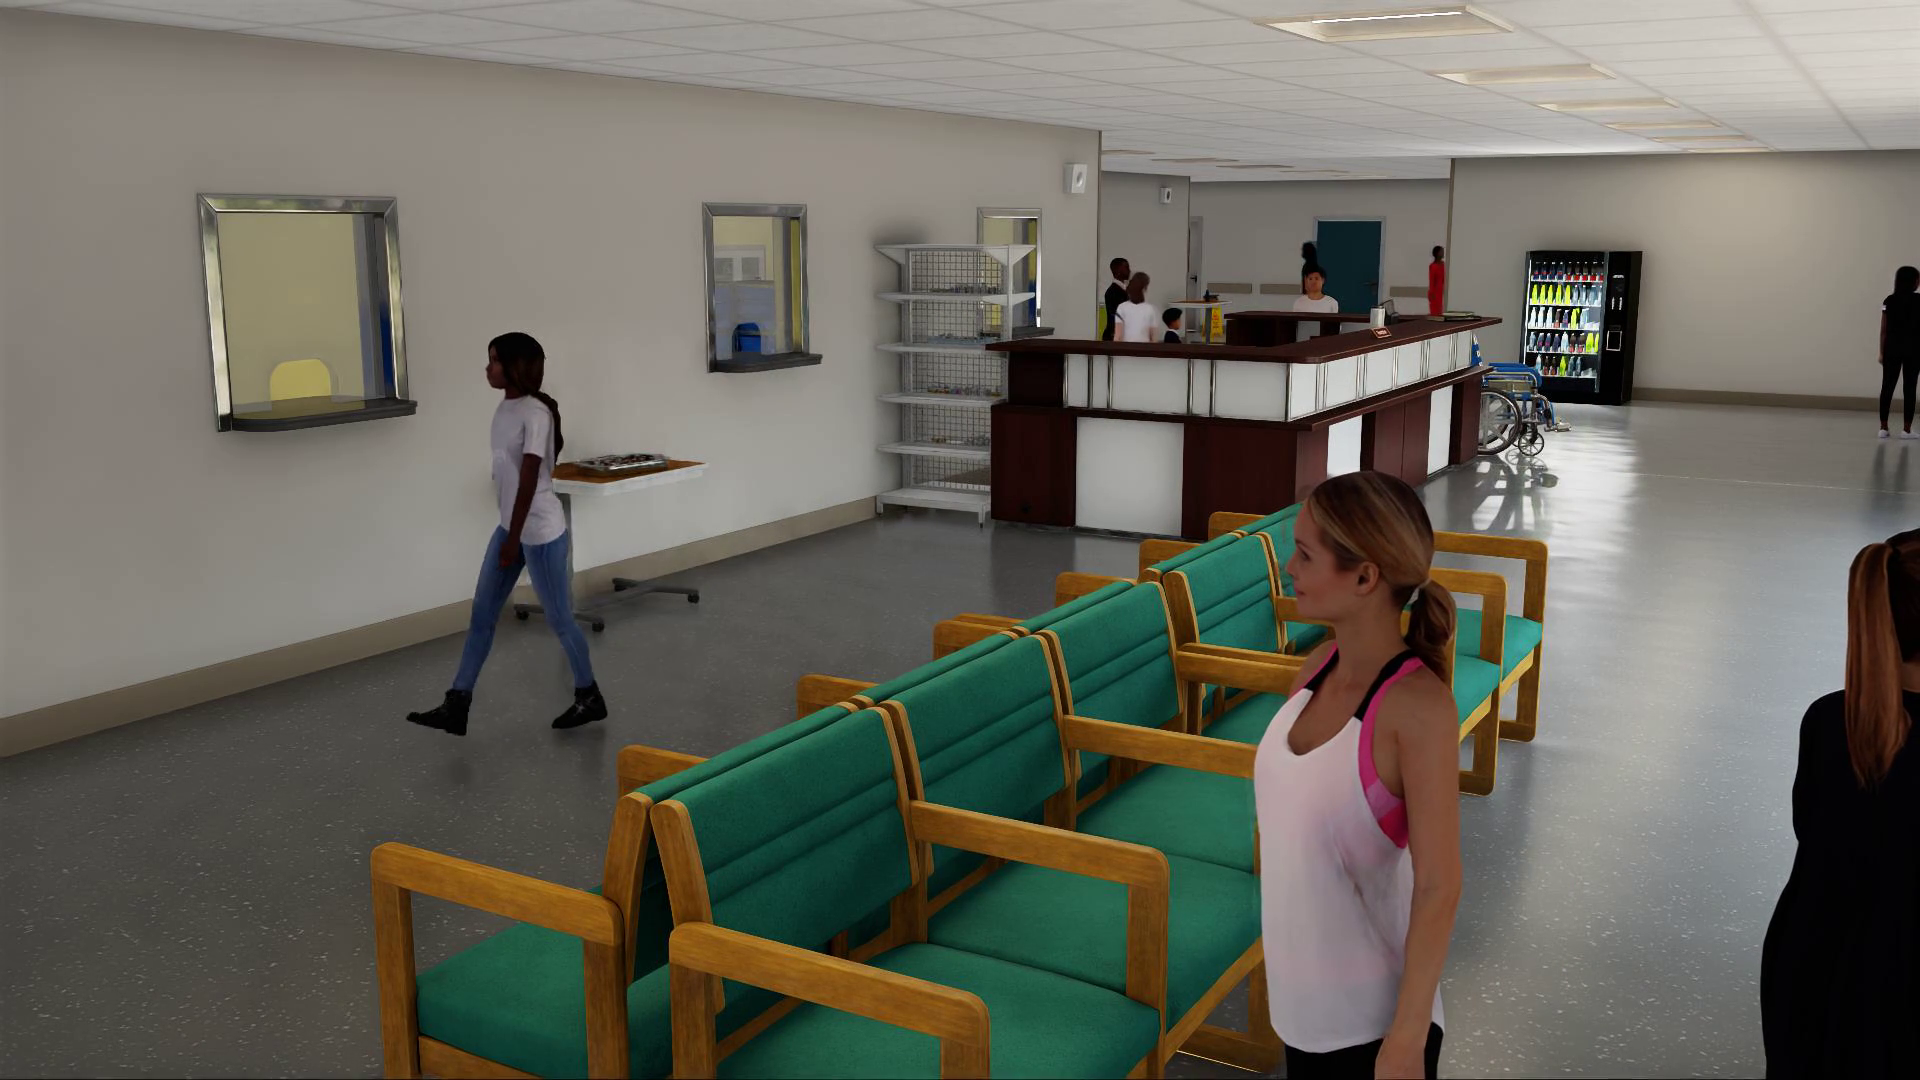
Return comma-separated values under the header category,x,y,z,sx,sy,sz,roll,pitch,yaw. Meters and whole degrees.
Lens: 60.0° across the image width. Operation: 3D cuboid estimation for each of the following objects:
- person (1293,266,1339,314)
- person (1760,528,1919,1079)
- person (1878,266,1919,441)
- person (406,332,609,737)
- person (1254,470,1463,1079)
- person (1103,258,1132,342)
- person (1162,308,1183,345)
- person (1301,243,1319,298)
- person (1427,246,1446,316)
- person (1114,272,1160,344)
category,x,y,z,sx,sy,sz,roll,pitch,yaw
person,3.650,-1.964,17.168,0.542,1.722,0.730,3,11,17
person,1.527,0.807,2.752,0.767,1.684,0.714,-2,11,-13
person,9.584,-1.908,16.903,0.733,1.740,0.595,-10,15,-43
person,-1.726,0.002,6.982,0.867,1.688,1.072,-9,14,-41
person,0.651,0.765,2.694,0.726,1.786,0.669,-3,11,-14
person,1.650,-2.110,17.788,0.628,1.808,0.673,3,11,15
person,2.376,-2.016,18.869,0.621,1.220,0.567,-3,11,-13
person,6.371,-4.419,29.938,1.052,1.803,0.720,8,13,35
person,8.409,-4.304,29.458,0.831,1.768,1.050,-8,14,-37
person,1.534,-1.506,14.897,0.915,1.700,0.893,-1,11,-5
